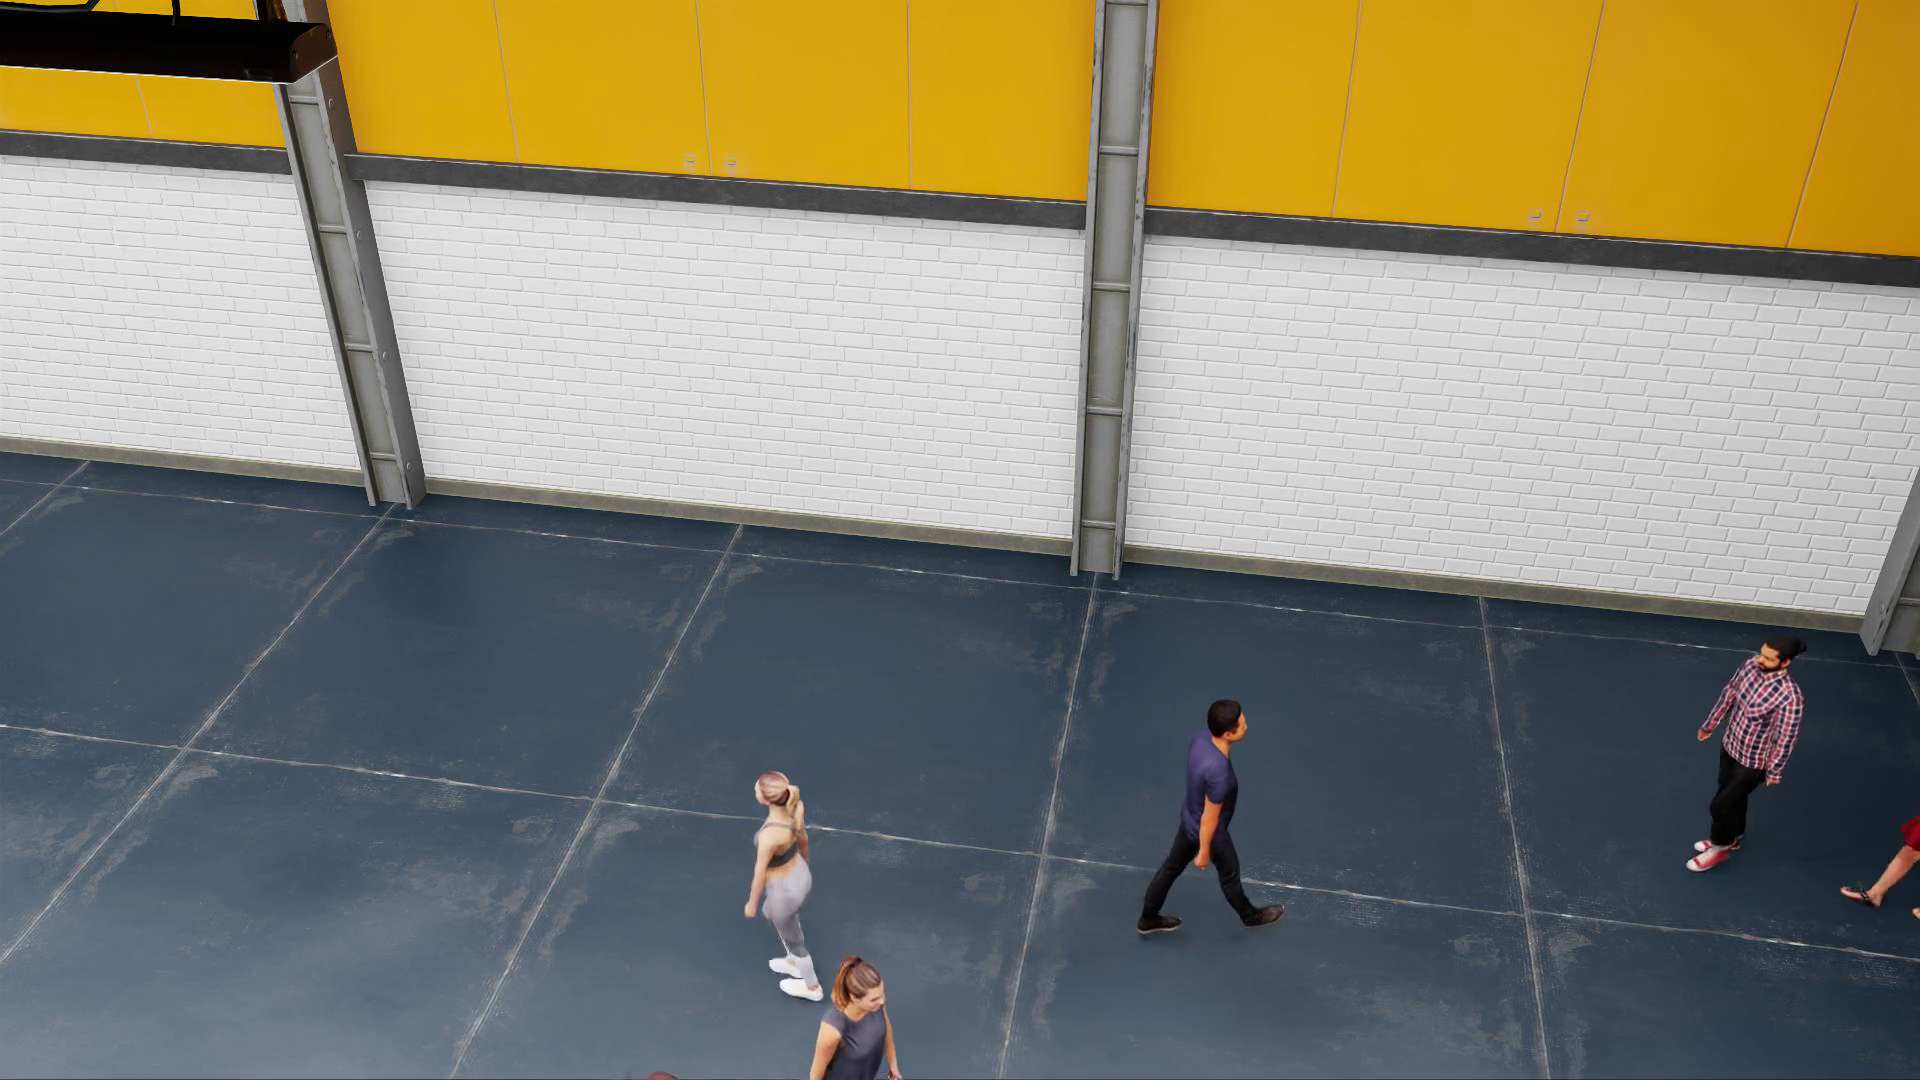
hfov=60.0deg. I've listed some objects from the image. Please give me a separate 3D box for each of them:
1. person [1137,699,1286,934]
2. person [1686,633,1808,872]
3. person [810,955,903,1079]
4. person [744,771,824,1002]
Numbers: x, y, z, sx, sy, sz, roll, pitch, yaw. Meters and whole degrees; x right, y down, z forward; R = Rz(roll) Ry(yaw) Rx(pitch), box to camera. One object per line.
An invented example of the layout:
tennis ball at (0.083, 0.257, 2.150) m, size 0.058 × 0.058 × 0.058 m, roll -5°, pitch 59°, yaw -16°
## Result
person at (1.333, 1.660, 9.633) m, size 1.199 × 1.738 × 0.896 m, roll -4°, pitch 34°, yaw -6°
person at (4.920, 1.276, 10.200) m, size 0.746 × 1.750 × 0.755 m, roll -2°, pitch 34°, yaw -3°
person at (-0.615, 2.642, 8.232) m, size 1.326 × 1.653 × 0.966 m, roll 22°, pitch 39°, yaw 29°
person at (-0.884, 1.967, 9.214) m, size 0.656 × 1.689 × 0.604 m, roll 12°, pitch 35°, yaw 17°
